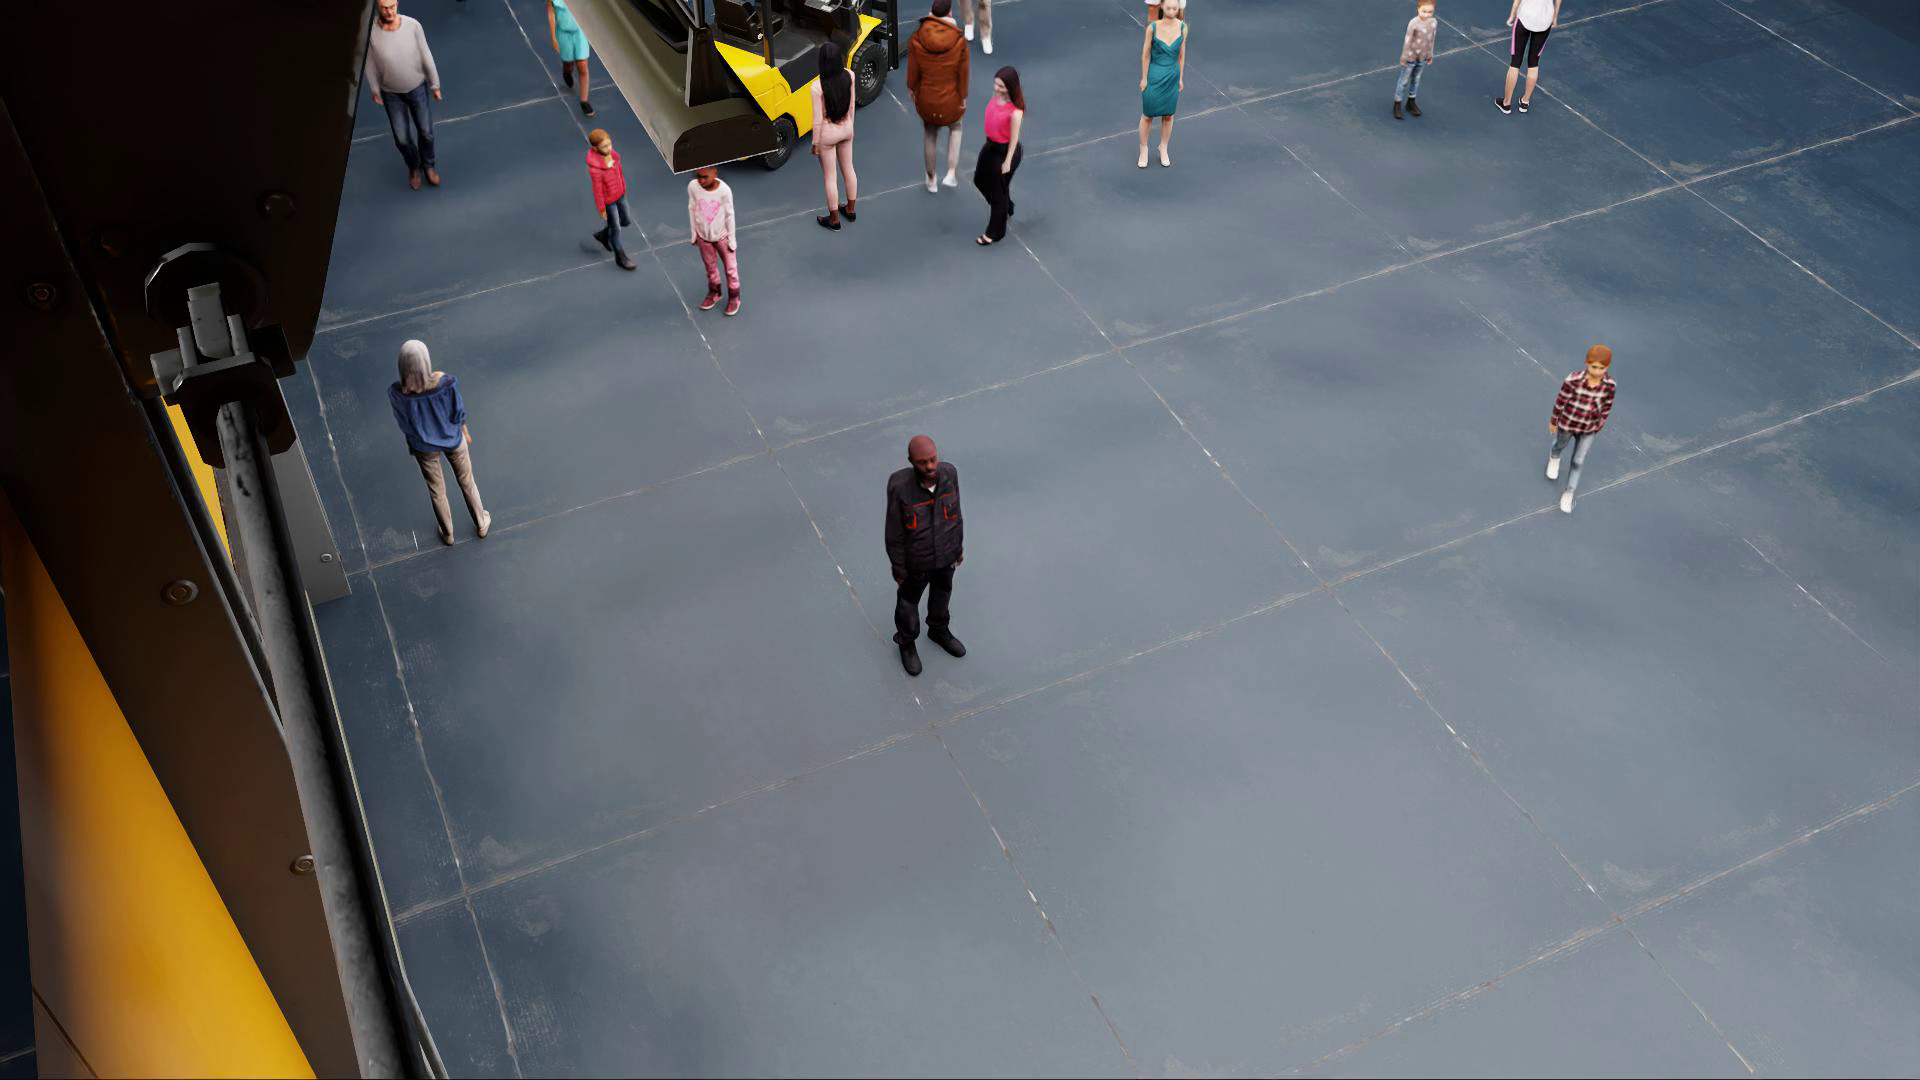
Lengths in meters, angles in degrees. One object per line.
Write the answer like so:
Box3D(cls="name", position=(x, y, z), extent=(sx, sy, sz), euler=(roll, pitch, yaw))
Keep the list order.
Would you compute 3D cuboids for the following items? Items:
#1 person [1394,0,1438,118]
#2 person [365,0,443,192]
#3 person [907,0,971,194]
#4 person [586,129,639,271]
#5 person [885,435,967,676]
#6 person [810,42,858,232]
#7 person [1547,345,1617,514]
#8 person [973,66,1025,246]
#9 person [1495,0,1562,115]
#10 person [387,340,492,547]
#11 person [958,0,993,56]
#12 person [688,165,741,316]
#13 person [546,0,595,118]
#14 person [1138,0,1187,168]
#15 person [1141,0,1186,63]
Box3D(cls="person", position=(4.375, -4.655, 15.941), extent=(0.510, 1.194, 0.512), euler=(-10, 44, -10))
Box3D(cls="person", position=(-4.964, -4.055, 14.805), extent=(0.749, 1.892, 0.660), euler=(-16, 46, -16))
Box3D(cls="person", position=(-0.183, -3.852, 14.644), extent=(0.844, 1.821, 0.859), euler=(2, 44, 2))
Box3D(cls="person", position=(-2.984, -2.890, 14.006), extent=(0.790, 1.307, 0.711), euler=(20, 47, 20))
Box3D(cls="person", position=(-0.224, 0.047, 10.547), extent=(0.714, 1.825, 0.622), euler=(-22, 48, -22))
Box3D(cls="person", position=(-1.077, -3.482, 14.329), extent=(0.680, 1.720, 0.646), euler=(-33, 53, -30))
Box3D(cls="person", position=(4.428, -0.888, 11.932), extent=(0.877, 1.269, 0.962), euler=(12, 45, 12))
Box3D(cls="person", position=(0.393, -3.294, 14.181), extent=(0.692, 1.649, 0.624), euler=(-17, 46, -17))
Box3D(cls="person", position=(5.436, -4.910, 15.778), extent=(0.686, 1.787, 0.659), euler=(-1, 44, -1))
Box3D(cls="person", position=(-3.568, -0.666, 11.388), extent=(0.629, 1.697, 0.581), euler=(-14, 45, -14))
Box3D(cls="person", position=(0.101, -5.963, 16.853), extent=(0.884, 1.830, 1.008), euler=(0, 44, 0))
Box3D(cls="person", position=(-1.996, -2.521, 13.515), extent=(0.622, 1.450, 0.671), euler=(11, 45, 11))
Box3D(cls="person", position=(-3.734, -4.869, 15.911), extent=(0.548, 1.544, 0.903), euler=(-16, 46, -16))
Box3D(cls="person", position=(1.831, -4.170, 15.072), extent=(0.598, 1.691, 0.576), euler=(-5, 44, -5))
Box3D(cls="person", position=(2.082, -5.708, 16.586), extent=(0.928, 1.828, 0.977), euler=(18, 46, 18))
